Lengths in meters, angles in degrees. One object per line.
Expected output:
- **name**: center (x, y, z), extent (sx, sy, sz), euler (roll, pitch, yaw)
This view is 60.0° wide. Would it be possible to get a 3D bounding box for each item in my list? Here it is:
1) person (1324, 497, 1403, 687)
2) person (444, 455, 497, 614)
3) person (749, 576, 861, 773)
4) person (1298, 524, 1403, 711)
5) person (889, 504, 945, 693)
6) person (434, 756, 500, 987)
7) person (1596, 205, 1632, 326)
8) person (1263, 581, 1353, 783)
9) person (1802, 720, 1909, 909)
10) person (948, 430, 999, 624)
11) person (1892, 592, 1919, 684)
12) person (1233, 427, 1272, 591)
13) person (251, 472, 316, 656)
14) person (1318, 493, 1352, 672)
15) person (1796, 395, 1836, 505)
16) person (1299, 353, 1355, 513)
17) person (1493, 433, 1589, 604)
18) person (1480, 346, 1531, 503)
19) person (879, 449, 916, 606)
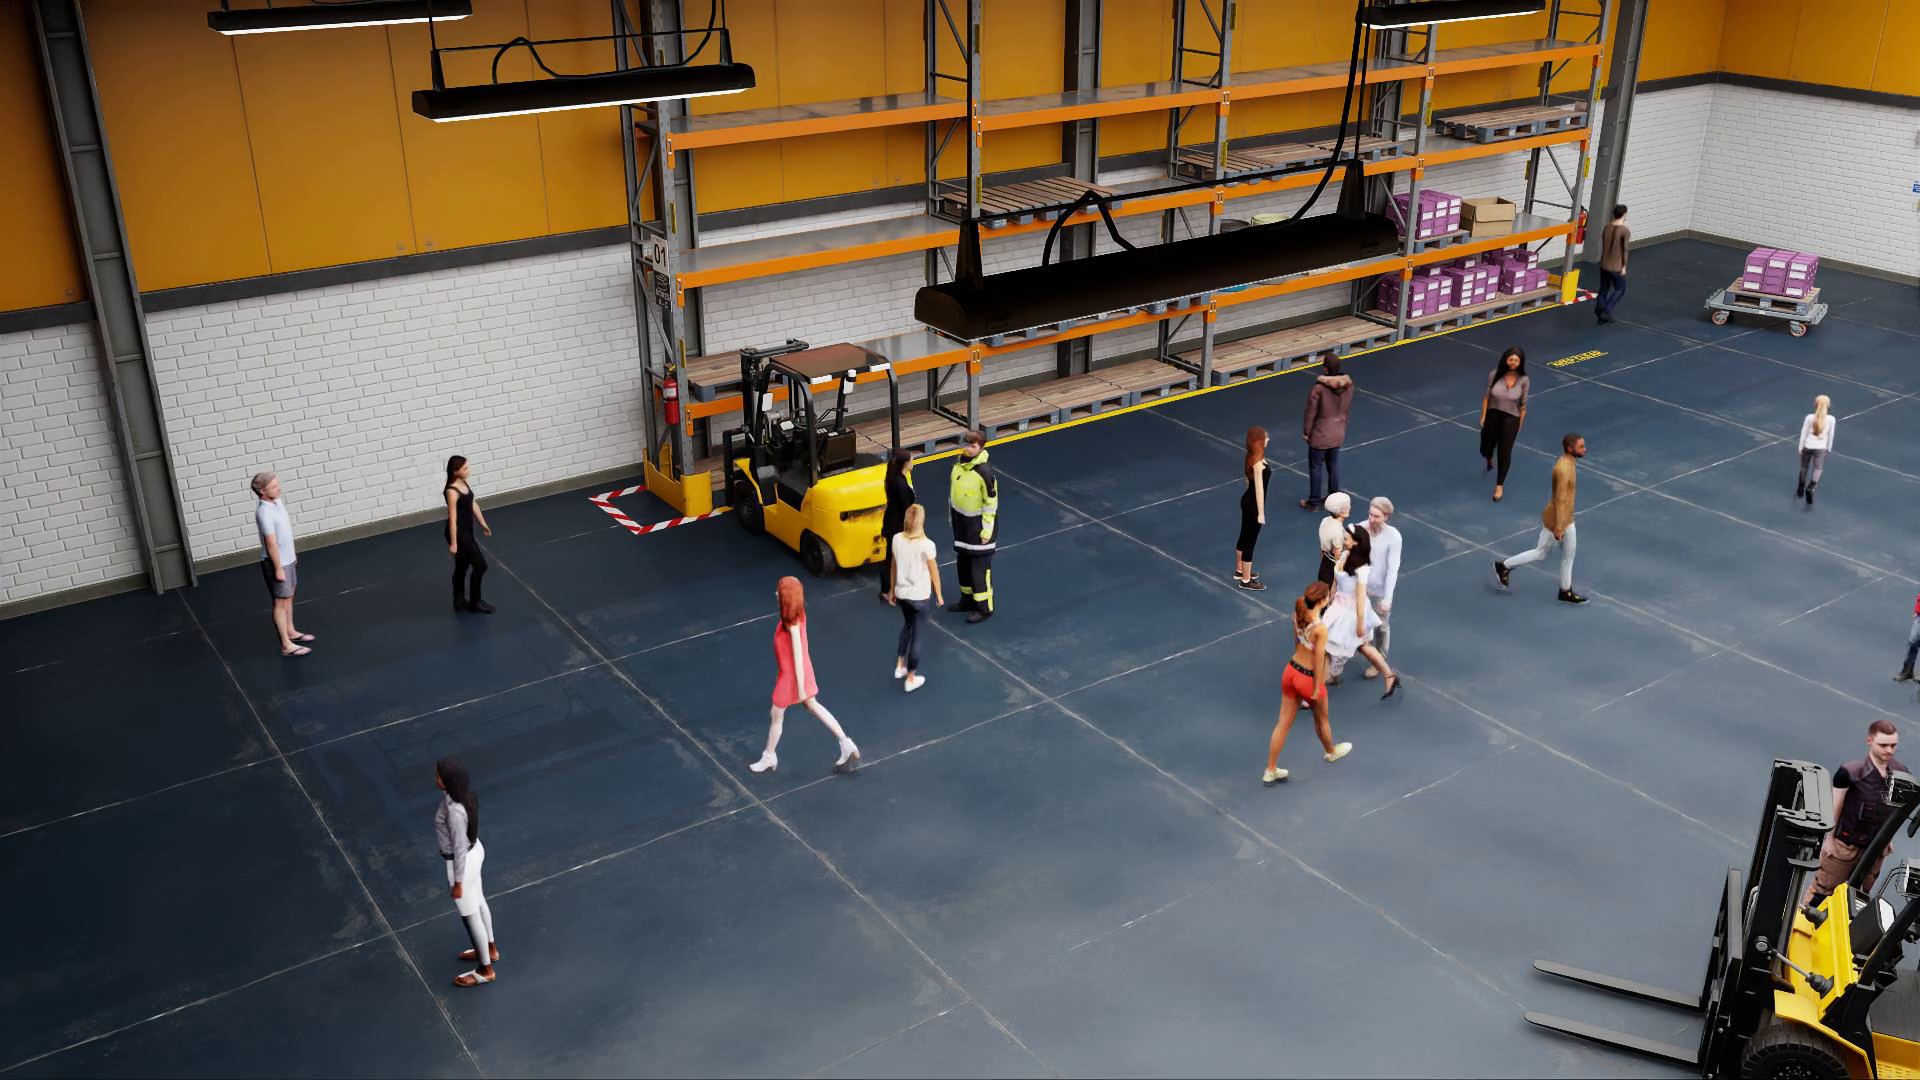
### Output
- **person**: center (3.797, 0.449, 15.116), extent (0.832, 1.850, 1.189), euler (21, 31, 40)
- **person**: center (-5.014, -0.041, 16.459), extent (0.803, 1.672, 0.745), euler (-3, 24, -6)
- **person**: center (-1.247, 1.136, 13.625), extent (1.217, 1.785, 1.050), euler (0, 24, 1)
- **person**: center (3.512, 0.702, 14.639), extent (1.302, 1.768, 1.085), euler (-1, 24, -3)
- **person**: center (-0.467, 0.559, 14.928), extent (0.685, 1.799, 0.702), euler (13, 27, 27)
- **person**: center (-3.349, 2.211, 11.242), extent (0.670, 1.724, 0.675), euler (-3, 24, -6)
- **person**: center (10.087, -4.252, 25.836), extent (0.602, 1.877, 0.669), euler (-13, 27, -28)
- **person**: center (2.730, 1.189, 13.551), extent (1.130, 1.748, 0.646), euler (-14, 27, -28)
- **person**: center (6.181, 2.045, 11.475), extent (0.699, 1.842, 0.829), euler (-3, 24, -7)
- **person**: center (0.131, -0.162, 16.351), extent (0.621, 1.979, 0.770), euler (-14, 27, -28)
- **person**: center (8.939, 0.706, 15.208), extent (0.652, 1.305, 0.548), euler (-14, 27, -29)
- **person**: center (3.001, -0.346, 17.089), extent (0.661, 1.726, 0.641), euler (-1, 24, -3)
- **person**: center (-6.451, 0.201, 15.705), extent (0.729, 1.833, 0.737), euler (-3, 24, -8)
- **person**: center (3.432, 0.381, 15.388), extent (0.695, 1.756, 0.708), euler (-3, 24, -6)
- **person**: center (9.900, -1.041, 19.256), extent (0.687, 1.264, 0.860), euler (13, 27, 27)
- **person**: center (4.188, -1.223, 18.947), extent (0.666, 1.845, 0.850), euler (-11, 26, -23)
- **person**: center (5.907, -0.221, 16.732), extent (1.071, 1.783, 1.222), euler (13, 27, 27)
- **person**: center (6.300, -1.386, 19.351), extent (0.959, 1.819, 1.113), euler (10, 25, 21)
- **person**: center (-0.711, -0.109, 16.656), extent (0.870, 1.638, 0.797), euler (-3, 24, -6)
